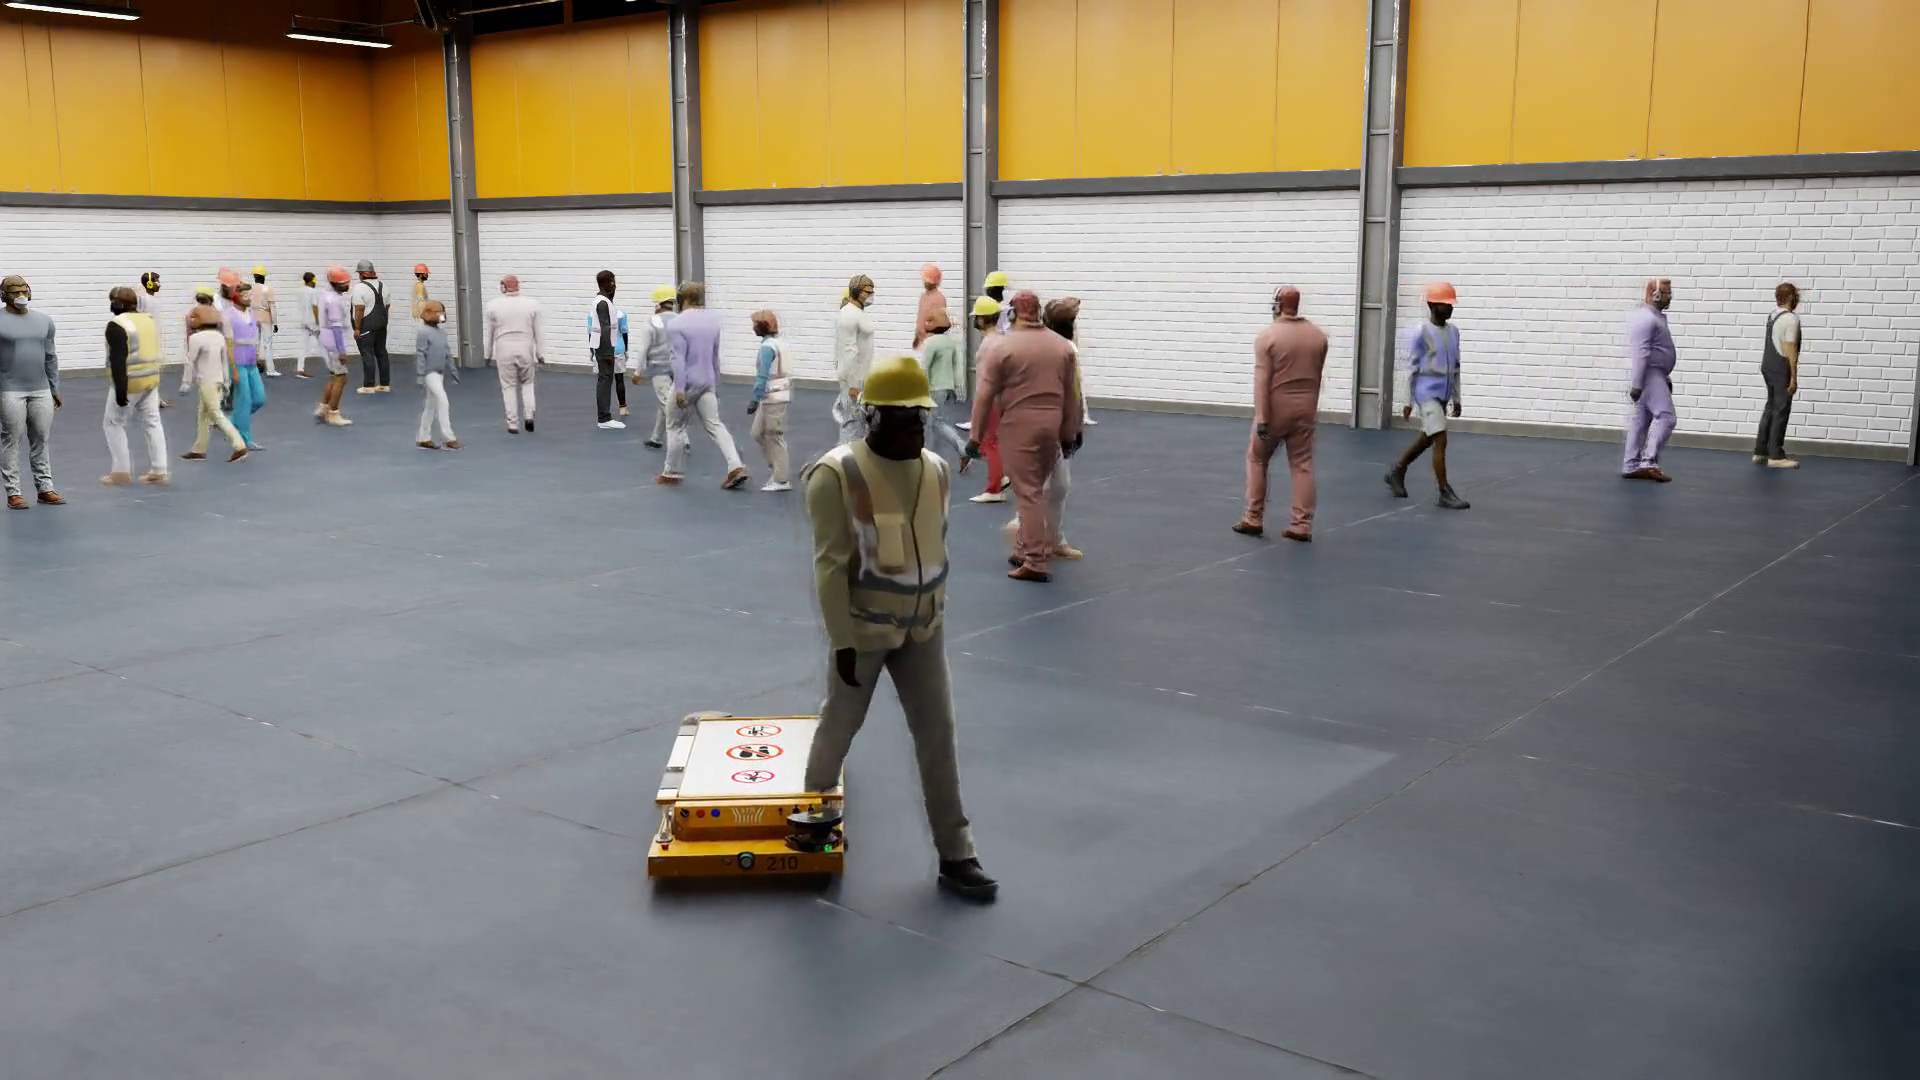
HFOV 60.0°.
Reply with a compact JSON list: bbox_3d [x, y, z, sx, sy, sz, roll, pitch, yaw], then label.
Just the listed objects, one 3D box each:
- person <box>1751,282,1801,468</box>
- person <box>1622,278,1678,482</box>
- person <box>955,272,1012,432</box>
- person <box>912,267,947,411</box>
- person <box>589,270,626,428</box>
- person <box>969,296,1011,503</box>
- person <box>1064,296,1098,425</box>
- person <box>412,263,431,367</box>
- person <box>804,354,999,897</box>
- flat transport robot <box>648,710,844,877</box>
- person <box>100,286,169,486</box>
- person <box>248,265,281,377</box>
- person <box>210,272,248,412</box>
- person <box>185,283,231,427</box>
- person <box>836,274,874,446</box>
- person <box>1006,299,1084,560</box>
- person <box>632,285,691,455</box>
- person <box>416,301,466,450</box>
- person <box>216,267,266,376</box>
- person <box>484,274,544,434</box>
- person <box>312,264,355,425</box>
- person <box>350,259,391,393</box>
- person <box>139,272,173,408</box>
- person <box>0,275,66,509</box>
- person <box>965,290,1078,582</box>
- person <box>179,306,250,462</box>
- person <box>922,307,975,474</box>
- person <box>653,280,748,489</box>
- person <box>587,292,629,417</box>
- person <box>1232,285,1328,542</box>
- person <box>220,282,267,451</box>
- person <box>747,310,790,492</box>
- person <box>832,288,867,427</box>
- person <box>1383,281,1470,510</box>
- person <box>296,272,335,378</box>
[{"bbox_3d":[8.149,-1.625,16.518,0.395,1.824,0.562,0,10,3],"label":"person"},{"bbox_3d":[6.496,-1.483,15.481,0.585,1.888,0.650,3,10,20],"label":"person"},{"bbox_3d":[0.348,-2.170,19.444,0.871,1.893,0.612,-6,11,-29],"label":"person"},{"bbox_3d":[-0.440,-2.688,22.407,0.538,1.954,0.726,-4,10,-21],"label":"person"},{"bbox_3d":[-4.319,-2.321,20.269,0.391,1.921,0.593,-3,10,-15],"label":"person"},{"bbox_3d":[0.222,-1.183,14.098,0.364,1.754,0.545,2,10,9],"label":"person"},{"bbox_3d":[1.265,-2.224,20.635,0.846,1.594,0.500,5,11,27],"label":"person"},{"bbox_3d":[-10.082,-4.208,31.202,0.373,1.939,0.545,-5,11,-25],"label":"person"},{"bbox_3d":[-0.268,0.263,5.636,0.591,1.790,0.939,-7,12,-35],"label":"person"},{"bbox_3d":[-0.764,0.911,6.246,0.652,0.197,1.431,-1,10,-4],"label":"flat transport robot"},{"bbox_3d":[-7.630,-1.405,15.227,0.695,1.816,0.655,1,10,8],"label":"person"},{"bbox_3d":[-12.090,-3.788,28.789,0.595,1.925,0.375,1,10,8],"label":"person"},{"bbox_3d":[-9.853,-2.653,22.342,0.579,1.869,0.747,-6,11,-30],"label":"person"},{"bbox_3d":[-9.181,-2.251,20.320,0.550,1.751,0.437,0,10,3],"label":"person"},{"bbox_3d":[-0.921,-1.419,14.982,0.372,1.934,0.627,1,10,6],"label":"person"},{"bbox_3d":[0.610,-0.731,11.334,0.490,1.808,0.715,4,11,23],"label":"person"},{"bbox_3d":[-3.114,-1.788,17.575,0.923,1.788,0.595,8,12,38],"label":"person"},{"bbox_3d":[-5.560,-1.760,17.892,0.731,1.603,0.521,2,10,11],"label":"person"},{"bbox_3d":[-12.046,-3.578,27.653,0.557,1.907,0.898,5,11,27],"label":"person"},{"bbox_3d":[-5.282,-2.201,19.701,0.668,1.879,0.542,-4,10,-22],"label":"person"},{"bbox_3d":[-7.725,-2.389,20.476,0.657,1.993,0.684,-3,10,-18],"label":"person"},{"bbox_3d":[-9.045,-3.262,25.396,0.535,2.000,0.687,4,11,24],"label":"person"},{"bbox_3d":[-11.102,-2.751,22.926,0.316,1.867,0.531,-5,11,-27],"label":"person"},{"bbox_3d":[-7.814,-1.234,13.885,0.372,1.940,0.630,6,12,32],"label":"person"},{"bbox_3d":[0.390,-0.690,10.903,0.681,1.863,0.800,-7,12,-33],"label":"person"},{"bbox_3d":[-7.618,-1.584,16.921,0.835,1.594,0.511,1,10,8],"label":"person"},{"bbox_3d":[-0.138,-1.434,16.017,0.712,1.606,0.501,5,11,28],"label":"person"},{"bbox_3d":[-2.339,-1.390,14.959,1.013,1.897,0.629,7,12,35],"label":"person"},{"bbox_3d":[-4.554,-2.437,21.587,0.530,1.697,0.322,-1,10,-8],"label":"person"},{"bbox_3d":[2.387,-0.946,12.405,0.658,1.879,0.791,-4,10,-21],"label":"person"},{"bbox_3d":[-7.752,-1.854,17.859,0.506,1.819,0.573,2,10,9],"label":"person"},{"bbox_3d":[-1.700,-1.225,14.754,0.415,1.621,0.511,-1,10,-5],"label":"person"},{"bbox_3d":[-1.300,-2.245,20.373,0.357,1.725,0.500,8,12,37],"label":"person"},{"bbox_3d":[3.954,-1.242,14.078,0.552,1.901,0.975,-7,12,-33],"label":"person"},{"bbox_3d":[-11.116,-3.697,28.632,0.579,1.802,0.983,6,11,30],"label":"person"}]
